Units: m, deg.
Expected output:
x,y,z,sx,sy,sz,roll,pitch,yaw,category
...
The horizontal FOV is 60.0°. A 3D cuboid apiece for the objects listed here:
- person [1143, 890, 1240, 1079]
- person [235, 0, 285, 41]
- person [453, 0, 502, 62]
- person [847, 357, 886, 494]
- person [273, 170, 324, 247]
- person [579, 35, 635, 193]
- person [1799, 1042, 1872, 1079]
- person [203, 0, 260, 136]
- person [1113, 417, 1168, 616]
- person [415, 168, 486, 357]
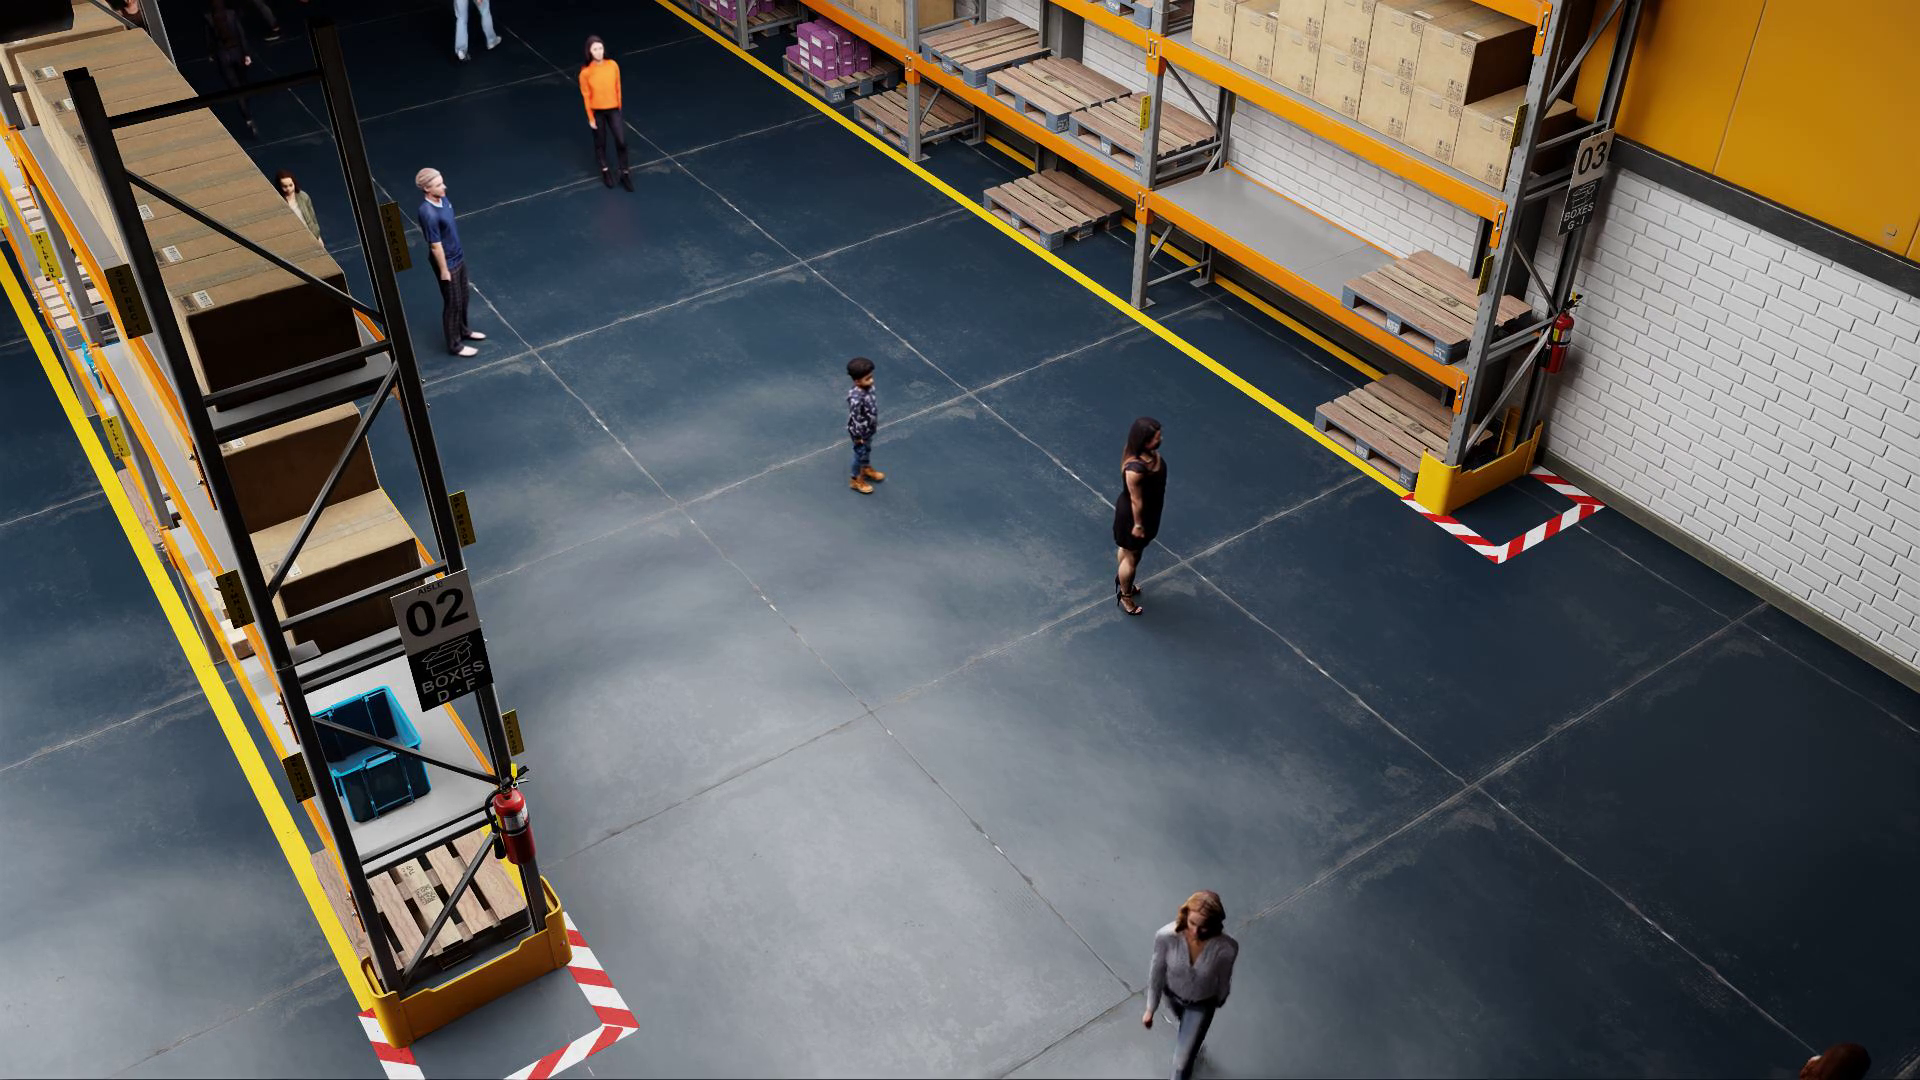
x,y,z,sx,sy,sz,roll,pitch,yaw,category
1.266,2.465,9.170,1.194,1.742,1.108,14,41,17,person
-9.114,-7.244,21.374,0.914,1.684,1.052,-11,40,-14,person
-6.214,-6.897,20.821,1.154,1.831,1.219,6,39,8,person
-0.811,-0.974,13.871,0.586,1.248,0.560,17,42,20,person
-6.387,-2.897,16.096,0.581,1.477,0.514,-26,45,-29,person
-3.910,-4.674,18.115,0.655,1.734,0.729,-18,42,-21,person
4.306,3.077,8.628,0.960,1.461,0.975,0,39,0,person
-8.375,-5.480,19.178,0.679,1.667,1.108,-19,42,-22,person
1.326,-0.202,12.528,0.819,1.718,0.745,4,39,4,person
-4.756,-2.590,15.399,0.794,1.867,0.685,0,39,0,person
